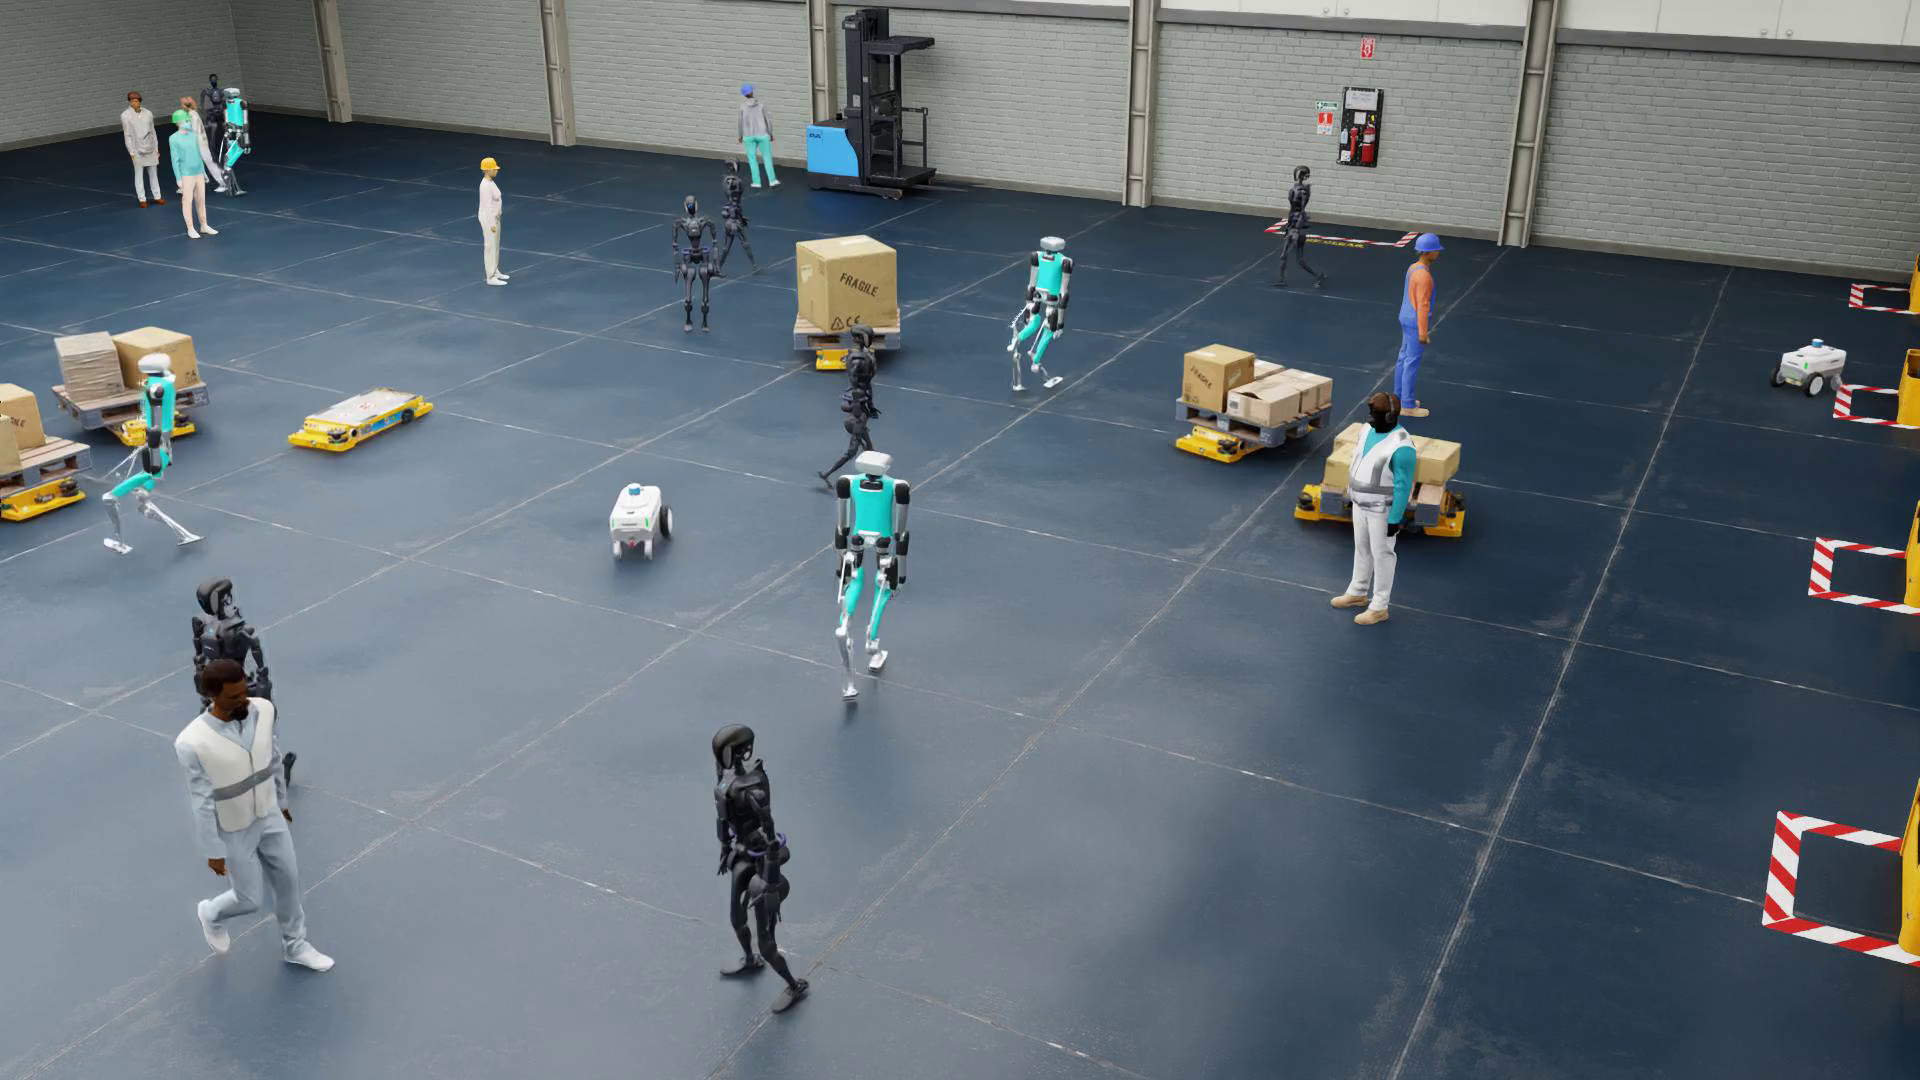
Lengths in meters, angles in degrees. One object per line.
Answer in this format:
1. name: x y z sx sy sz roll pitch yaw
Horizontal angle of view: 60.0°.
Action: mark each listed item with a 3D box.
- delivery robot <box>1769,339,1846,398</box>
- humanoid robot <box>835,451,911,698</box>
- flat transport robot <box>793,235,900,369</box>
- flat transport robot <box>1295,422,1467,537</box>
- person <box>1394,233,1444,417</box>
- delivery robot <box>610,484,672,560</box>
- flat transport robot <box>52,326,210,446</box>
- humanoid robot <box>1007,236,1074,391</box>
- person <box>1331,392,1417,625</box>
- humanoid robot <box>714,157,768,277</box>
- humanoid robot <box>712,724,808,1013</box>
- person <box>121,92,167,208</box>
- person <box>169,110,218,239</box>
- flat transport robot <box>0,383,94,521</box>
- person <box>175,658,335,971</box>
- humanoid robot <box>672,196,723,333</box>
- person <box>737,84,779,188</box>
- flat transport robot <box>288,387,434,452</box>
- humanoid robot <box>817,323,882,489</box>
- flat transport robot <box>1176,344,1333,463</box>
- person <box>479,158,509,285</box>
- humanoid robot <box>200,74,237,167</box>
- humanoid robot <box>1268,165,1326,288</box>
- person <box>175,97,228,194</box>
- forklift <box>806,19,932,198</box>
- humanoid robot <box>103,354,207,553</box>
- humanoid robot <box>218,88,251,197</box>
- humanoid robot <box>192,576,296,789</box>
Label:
1. delivery robot: 9.335 -1.905 18.219 0.740 0.581 0.513 -12 26 -27
2. humanoid robot: -0.675 0.332 11.596 0.533 1.771 1.027 4 24 10
3. flat transport robot: -1.303 -2.278 19.467 0.659 0.231 1.431 -1 23 -1
4. flat transport robot: 3.768 -0.304 14.870 1.431 0.231 0.659 8 24 18
5. person: 4.758 -2.248 17.319 0.368 1.910 0.522 0 23 1
6. delivery robot: -2.768 -0.191 14.269 0.499 0.614 0.790 -1 23 -1
7. flat transport robot: -8.513 -1.291 17.167 0.659 0.231 1.431 -20 30 -39
8. humanoid robot: 0.772 -2.295 17.720 0.541 1.758 1.027 18 29 36
9. person: 3.182 -0.253 12.761 0.431 1.845 0.620 -7 24 -16
10. humanoid robot: -3.046 -4.393 22.656 0.777 1.623 0.599 2 23 4
11. humanoid robot: -1.050 1.654 8.538 0.386 1.637 0.621 -16 28 -32
12. person: -13.209 -6.319 26.902 0.369 1.828 0.504 21 31 40
13. person: -11.504 -5.475 24.868 0.339 1.878 0.526 12 26 25
14. flat transport robot: -8.798 -0.477 15.273 1.431 0.231 0.659 13 26 27
15. person: -3.779 1.452 8.721 0.641 1.898 0.626 10 25 23
16. humanoid robot: -3.176 -3.331 20.131 0.584 1.656 0.375 -5 24 -11
17. person: -3.467 -6.876 28.312 0.619 1.742 0.365 -5 24 -11
18. flat transport robot: -6.133 -1.246 17.063 0.659 0.231 1.431 9 25 20
19. humanoid robot: -0.986 -1.192 15.220 0.739 1.647 0.598 4 23 8
20. flat transport robot: 2.911 -1.086 16.690 1.431 0.231 0.659 -21 31 -40
21. person: -6.275 -4.280 22.331 0.340 1.688 0.460 -3 23 -7
22. humanoid robot: -13.383 -7.574 30.021 0.600 1.647 0.411 -10 25 -22
23. humanoid robot: 4.537 -4.156 22.109 0.722 1.644 0.600 -1 23 -3
24. person: -12.786 -6.593 27.828 0.843 1.586 0.514 -17 29 -35
25. forklift: -1.573 -7.292 27.850 1.873 2.768 1.129 12 26 25
26. humanoid robot: -6.955 -0.681 13.911 0.989 1.740 0.566 -6 24 -13
27. humanoid robot: -12.091 -6.501 27.543 0.545 1.849 0.774 10 25 23
28. humanoid robot: -4.359 0.952 10.196 0.589 1.638 0.653 9 25 19
